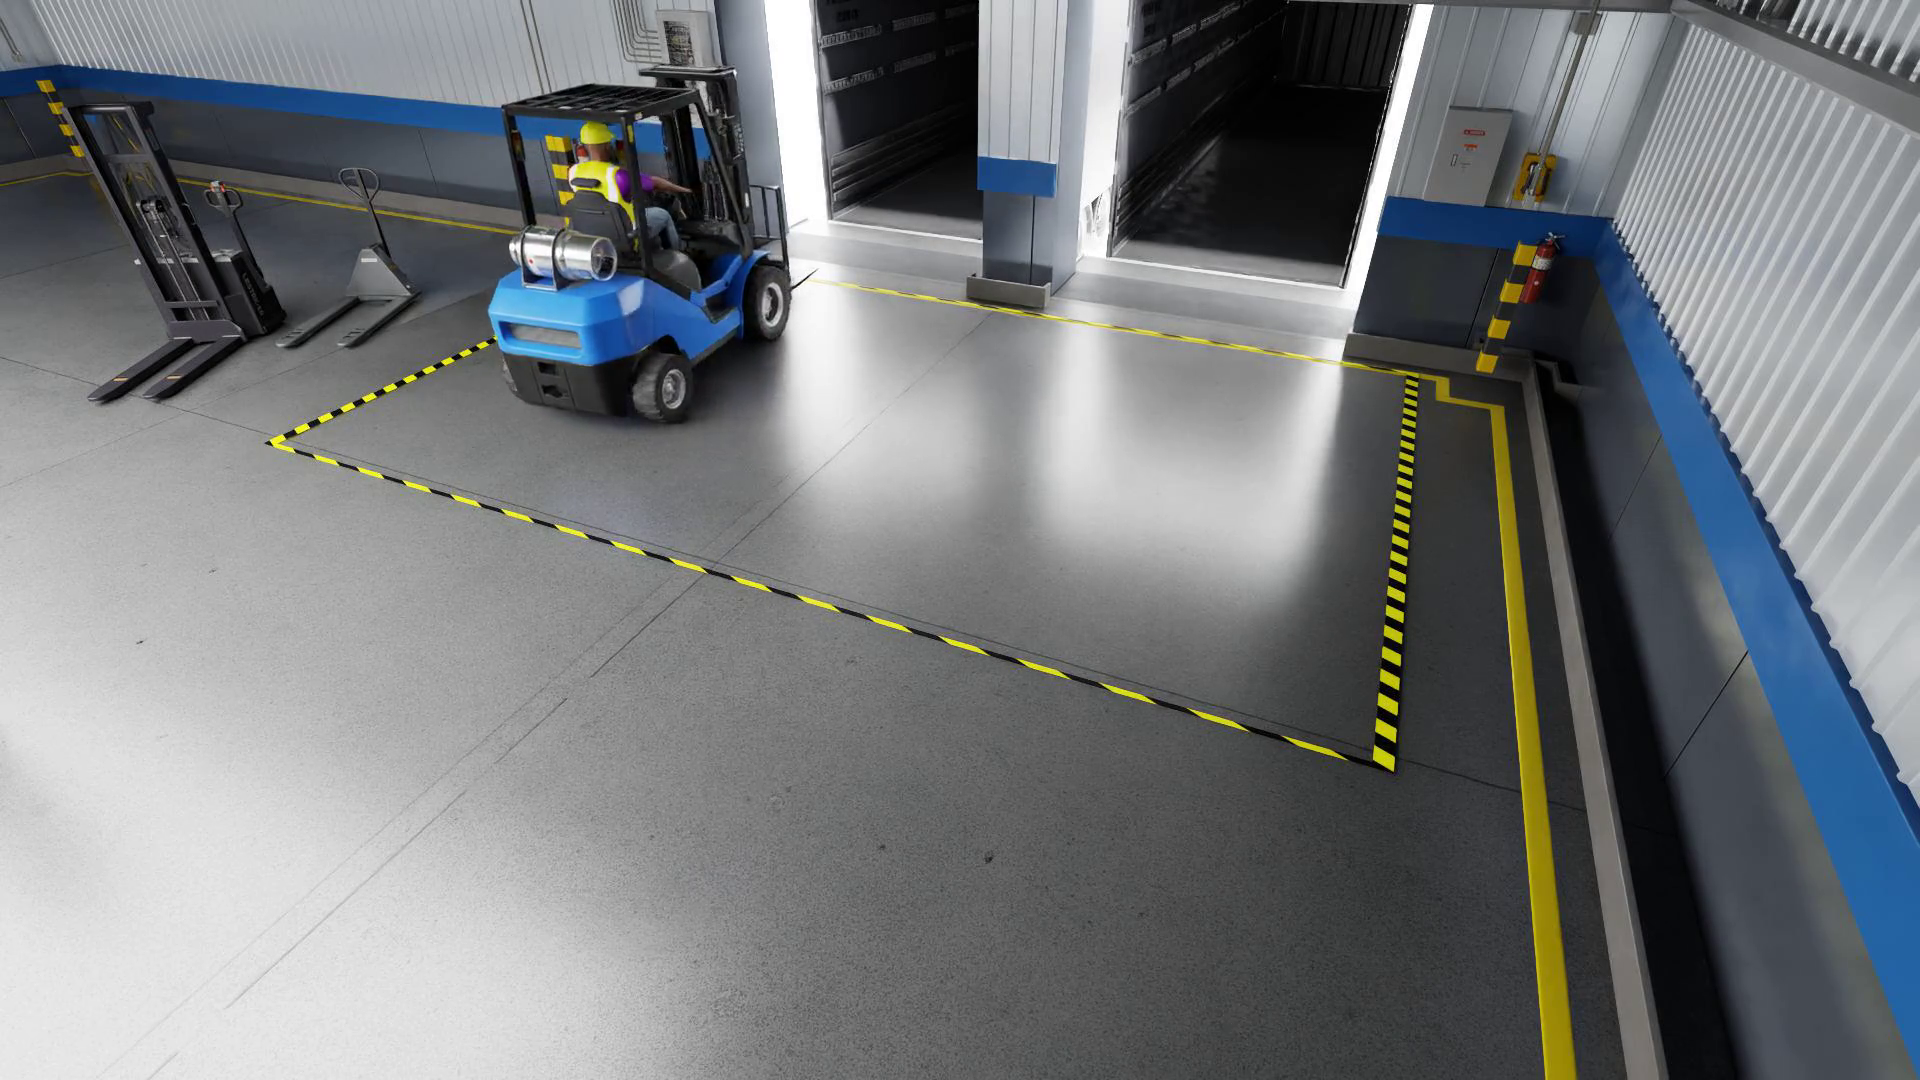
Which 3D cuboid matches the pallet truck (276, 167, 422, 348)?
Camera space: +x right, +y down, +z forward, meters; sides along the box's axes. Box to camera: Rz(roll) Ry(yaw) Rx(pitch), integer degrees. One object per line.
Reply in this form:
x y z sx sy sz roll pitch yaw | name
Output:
-5.732 -2.611 8.414 0.680 1.201 1.601 -1 35 -1 | pallet truck

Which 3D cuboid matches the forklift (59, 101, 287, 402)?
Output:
-6.686 -2.387 7.434 0.823 1.965 1.885 -3 35 -5 | forklift

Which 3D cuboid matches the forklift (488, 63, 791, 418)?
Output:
-2.519 -2.456 7.222 1.157 2.036 2.680 11 36 15 | forklift

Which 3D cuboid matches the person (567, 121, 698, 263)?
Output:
-2.493 -2.640 7.159 0.635 1.293 1.004 11 36 15 | person
